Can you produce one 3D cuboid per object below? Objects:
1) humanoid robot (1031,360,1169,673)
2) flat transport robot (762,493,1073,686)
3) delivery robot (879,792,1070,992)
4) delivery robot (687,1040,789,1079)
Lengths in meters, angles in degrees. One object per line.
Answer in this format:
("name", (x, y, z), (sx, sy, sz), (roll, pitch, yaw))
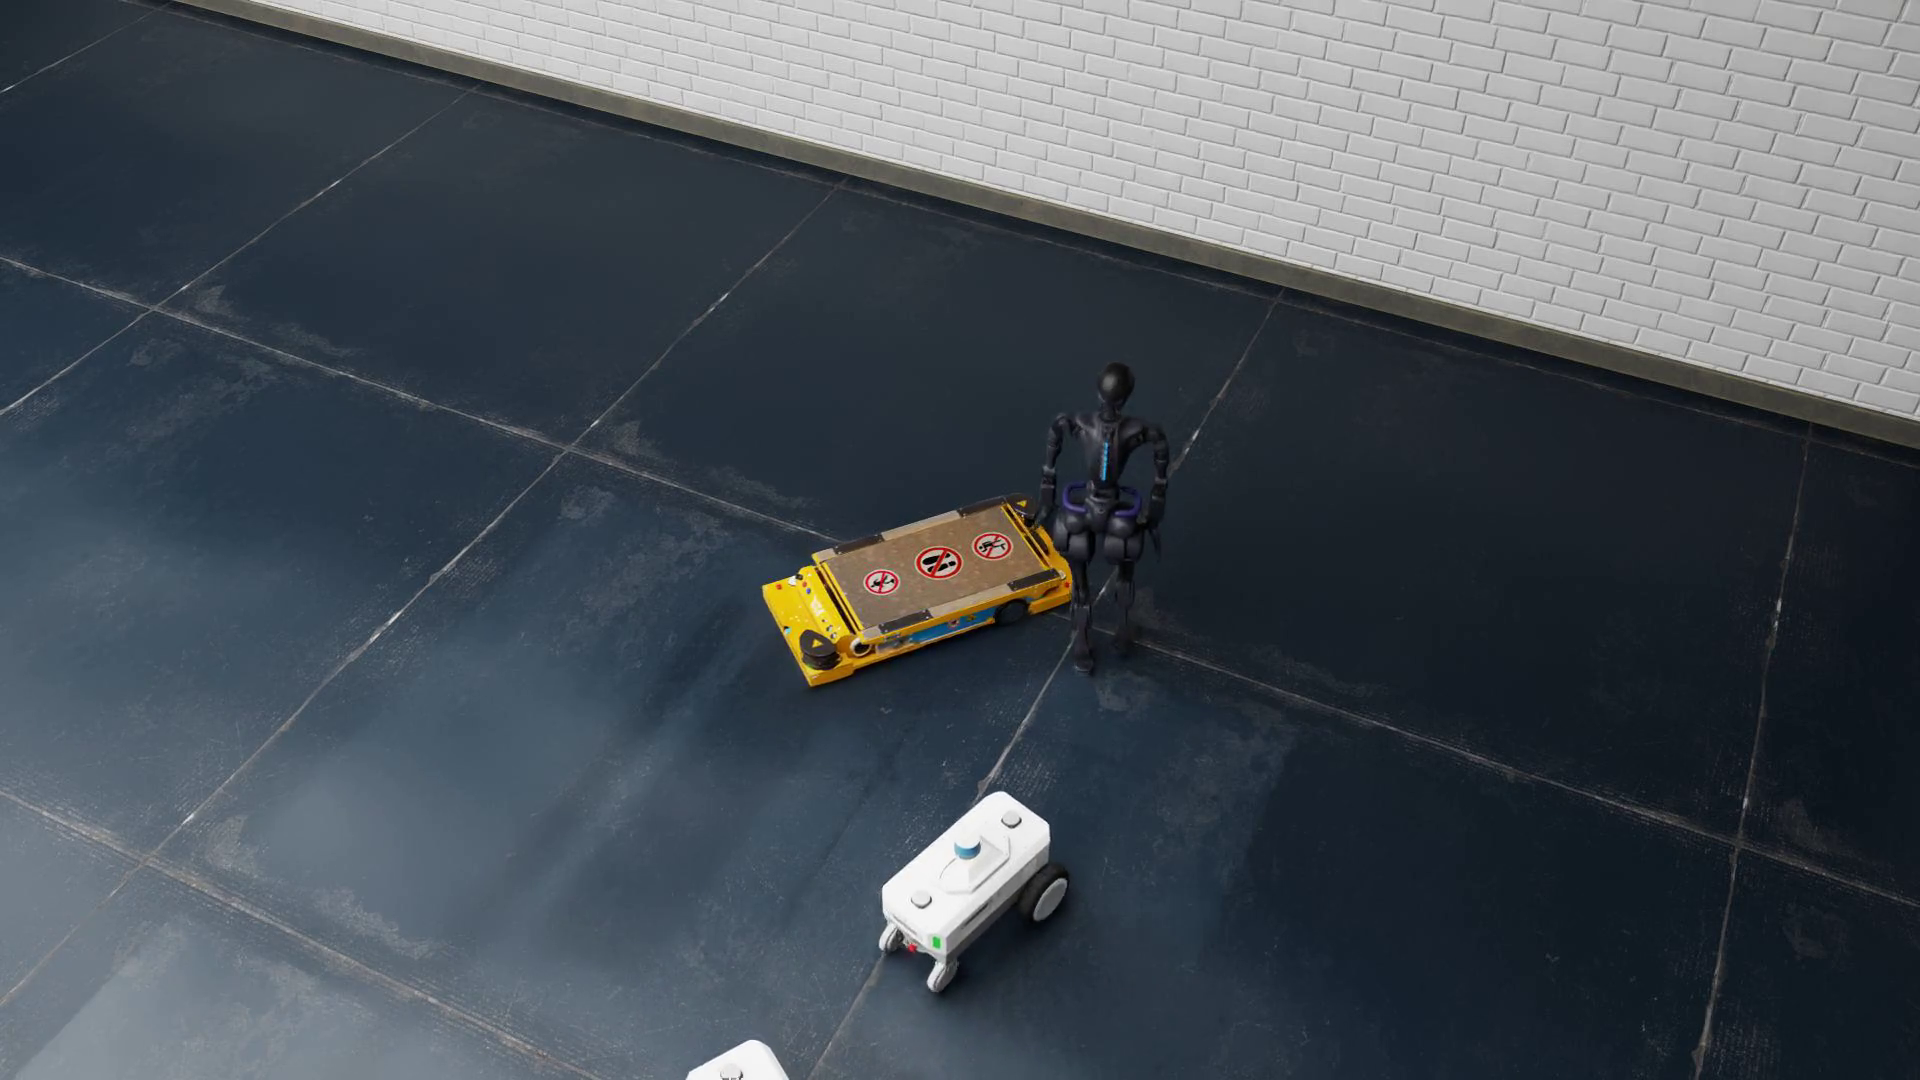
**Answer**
("humanoid robot", (0.611, -0.091, 7.322), (0.590, 1.647, 0.391), (5, 43, 5))
("flat transport robot", (-0.172, 0.217, 8.021), (1.431, 0.231, 0.659), (-17, 46, -18))
("delivery robot", (0.028, 1.354, 6.575), (0.499, 0.583, 0.767), (32, 52, 30))
("delivery robot", (-0.649, 2.143, 5.735), (0.499, 0.599, 0.784), (-23, 48, -23))
